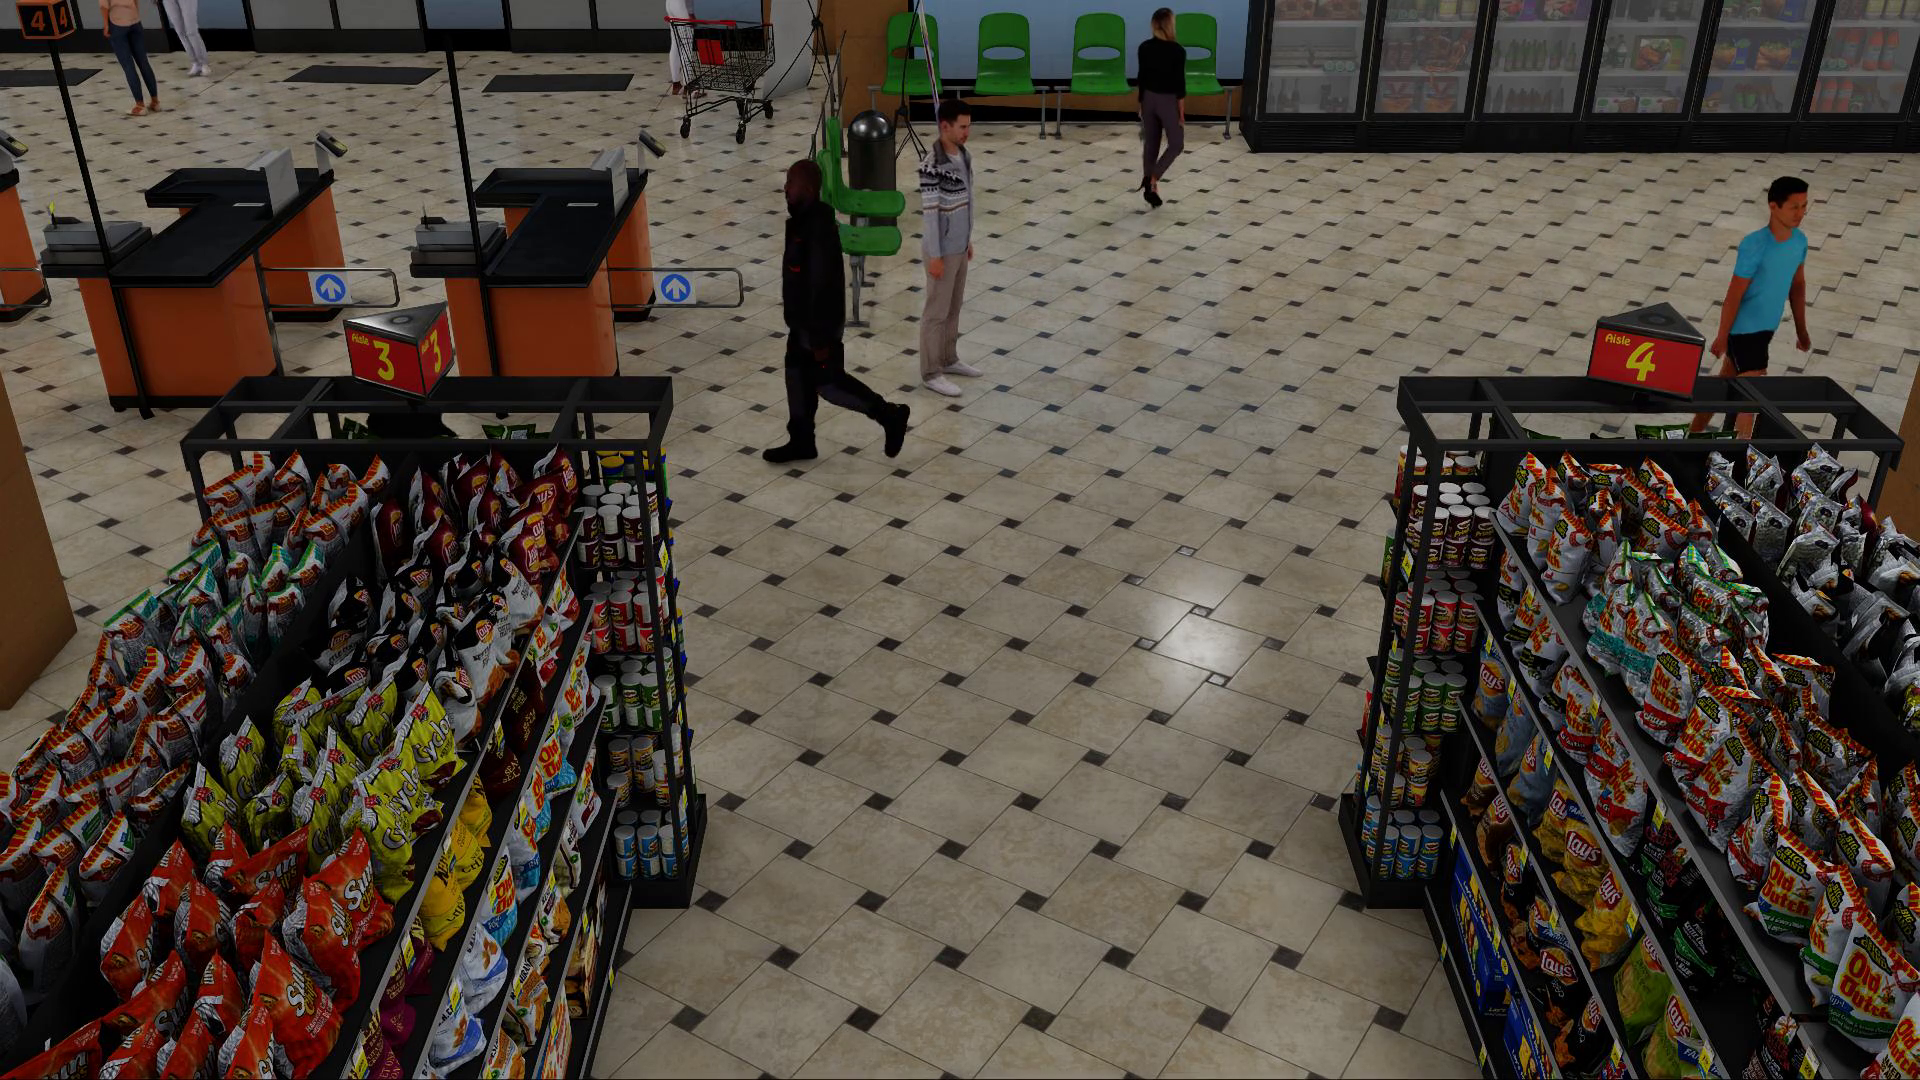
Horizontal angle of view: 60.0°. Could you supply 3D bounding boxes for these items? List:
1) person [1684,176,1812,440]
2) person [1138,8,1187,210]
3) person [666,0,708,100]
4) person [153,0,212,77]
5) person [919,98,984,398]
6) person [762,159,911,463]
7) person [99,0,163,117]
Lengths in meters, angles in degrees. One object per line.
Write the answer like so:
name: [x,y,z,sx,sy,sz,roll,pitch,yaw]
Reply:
person: [4.404,-1.211,9.445,0.912,1.744,1.031,-18,34,-30]
person: [1.627,-3.528,13.777,0.797,1.661,0.869,19,34,30]
person: [-2.907,-5.502,17.329,0.727,1.722,0.624,-18,34,-30]
person: [-8.485,-5.984,18.071,0.668,1.857,0.720,-4,29,-7]
person: [-0.089,-1.872,10.536,0.819,1.860,0.656,11,31,20]
person: [-0.712,-1.278,9.514,0.960,1.797,1.134,-7,29,-13]
person: [-8.370,-5.169,16.648,0.733,1.790,0.613,14,32,24]
